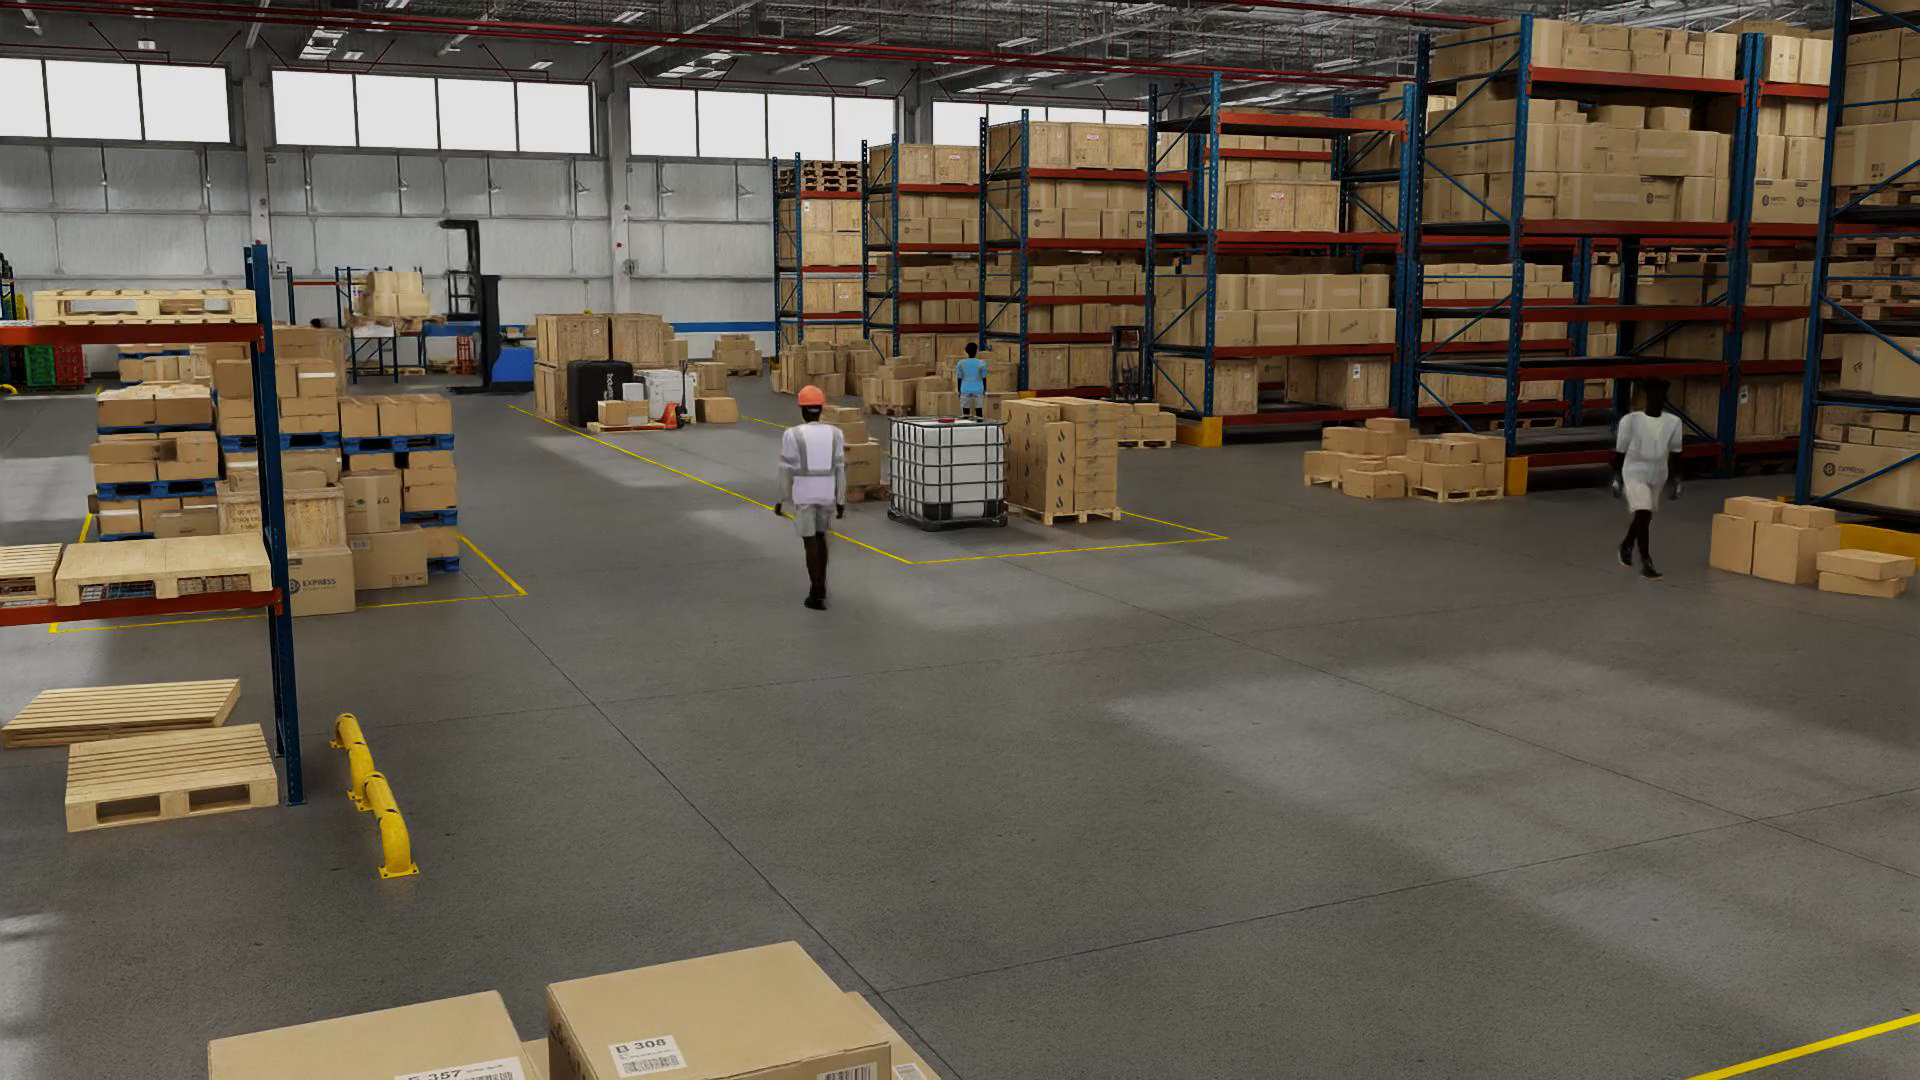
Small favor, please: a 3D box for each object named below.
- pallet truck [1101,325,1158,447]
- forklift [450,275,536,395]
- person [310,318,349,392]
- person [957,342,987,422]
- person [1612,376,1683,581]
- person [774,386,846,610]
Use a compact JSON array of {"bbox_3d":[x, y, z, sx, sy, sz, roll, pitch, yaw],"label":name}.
[{"bbox_3d":[2.881,-2.596,27.923,0.823,1.965,1.885,-1,9,-7],"label":"pallet truck"},{"bbox_3d":[-11.086,-4.879,39.358,1.873,2.768,1.129,-4,10,-25],"label":"forklift"},{"bbox_3d":[-14.020,-3.984,36.947,0.712,1.870,0.667,2,9,11],"label":"person"},{"bbox_3d":[0.205,-2.524,28.423,0.530,1.692,0.322,0,9,0],"label":"person"},{"bbox_3d":[6.549,-0.623,15.936,0.612,1.926,0.972,-1,9,-4],"label":"person"},{"bbox_3d":[-1.319,-0.375,14.435,0.568,1.909,0.771,-5,11,-30],"label":"person"}]
